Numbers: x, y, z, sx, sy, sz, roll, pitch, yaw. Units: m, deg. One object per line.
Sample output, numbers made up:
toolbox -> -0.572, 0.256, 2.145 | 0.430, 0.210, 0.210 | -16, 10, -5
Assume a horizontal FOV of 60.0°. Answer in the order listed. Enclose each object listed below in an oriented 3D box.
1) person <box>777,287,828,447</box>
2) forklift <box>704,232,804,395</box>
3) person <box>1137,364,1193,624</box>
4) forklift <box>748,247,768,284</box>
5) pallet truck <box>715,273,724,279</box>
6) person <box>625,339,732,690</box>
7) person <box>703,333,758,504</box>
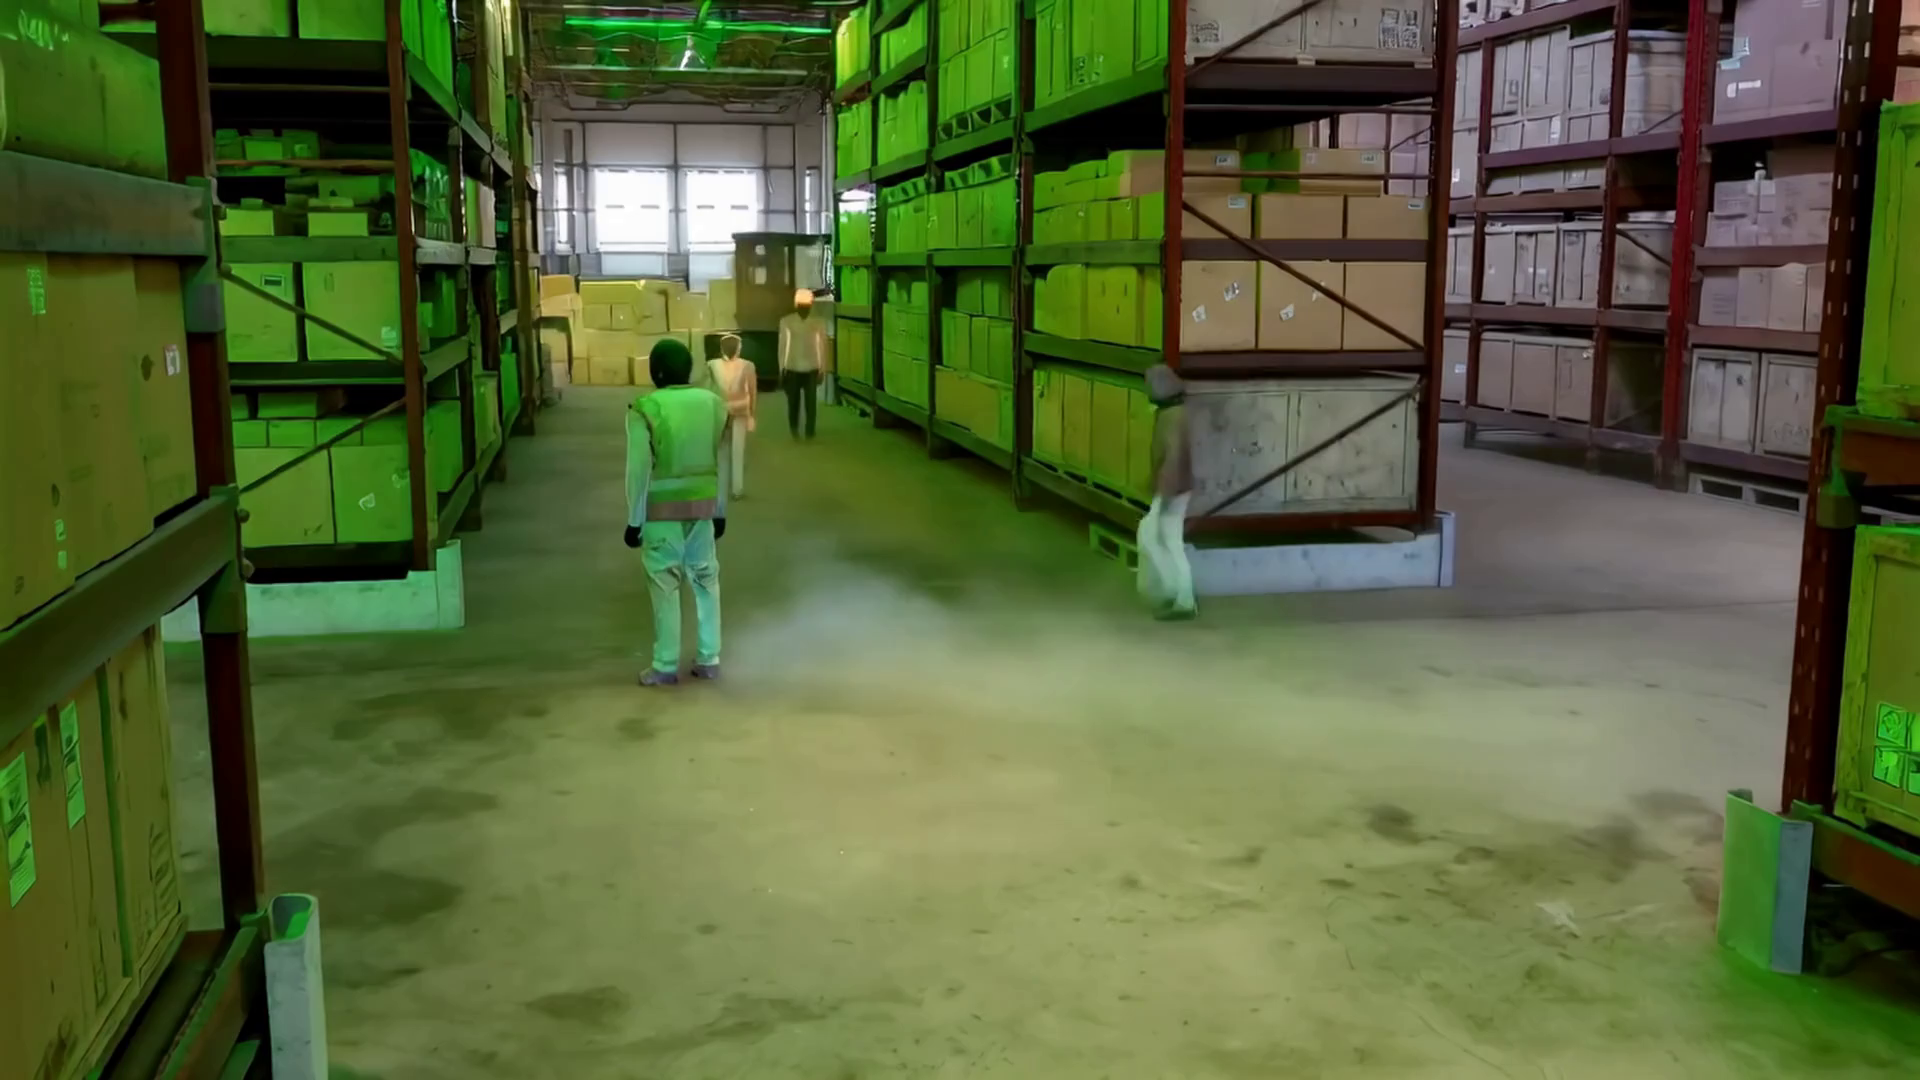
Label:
person -> -1.956, -2.152, 20.682 | 0.629, 1.978, 0.618 | -1, 9, -8
forklift -> -3.530, -3.992, 29.156 | 1.129, 2.768, 1.873 | 6, 11, 32
person -> 1.302, -0.282, 10.368 | 0.402, 1.607, 0.609 | 1, 9, 8
forklift -> -6.003, -7.579, 51.020 | 1.129, 2.768, 1.873 | -6, 11, -31
pallet truck -> -8.580, -8.986, 62.280 | 1.885, 1.965, 0.823 | 1, 9, 5
person -> -1.508, -0.136, 8.815 | 0.633, 1.841, 0.429 | -8, 12, -41
person -> -2.190, -1.180, 15.895 | 0.515, 1.602, 0.834 | 0, 9, 2
